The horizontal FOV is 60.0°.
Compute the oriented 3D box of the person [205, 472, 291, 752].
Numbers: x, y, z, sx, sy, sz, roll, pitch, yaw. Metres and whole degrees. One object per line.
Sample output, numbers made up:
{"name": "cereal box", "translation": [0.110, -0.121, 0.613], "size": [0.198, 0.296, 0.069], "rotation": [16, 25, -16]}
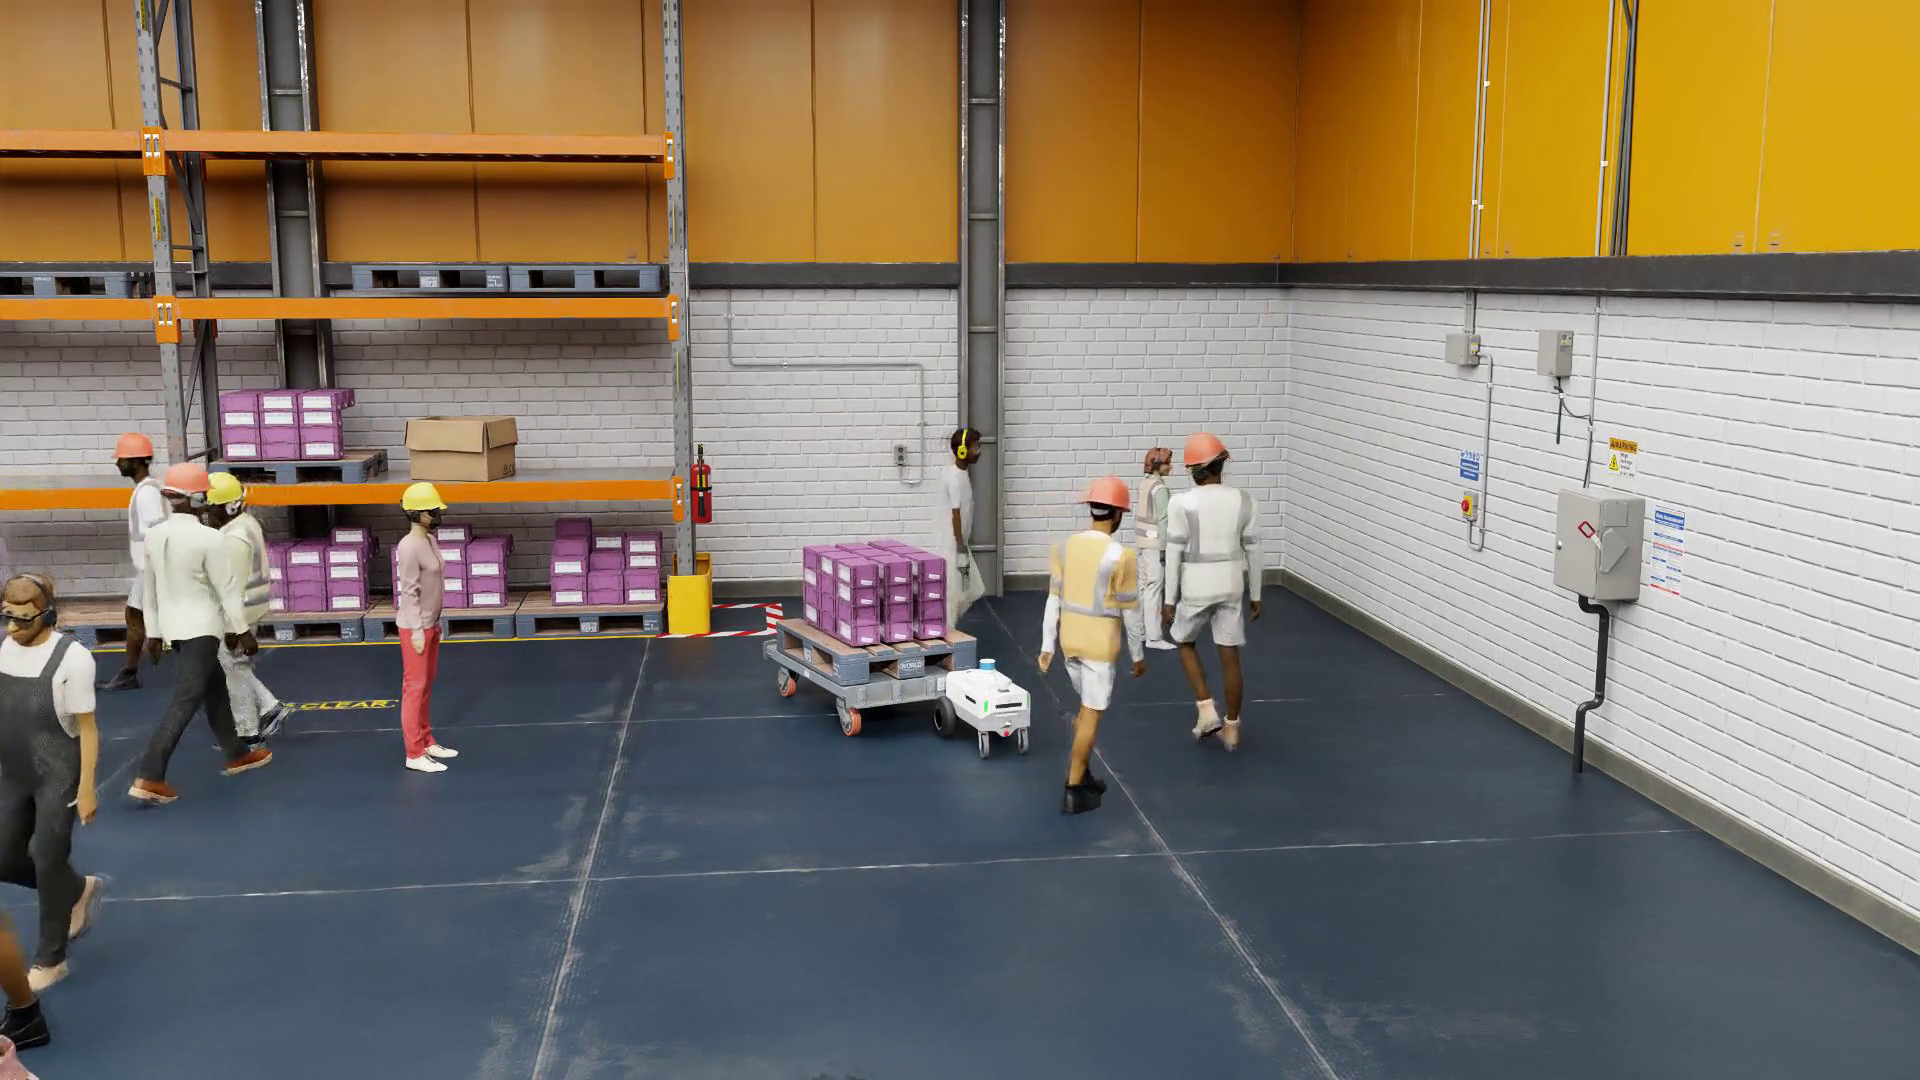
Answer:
{"name": "person", "translation": [-4.577, 0.453, 10.514], "size": [0.422, 1.801, 0.631], "rotation": [-3, 10, -18]}

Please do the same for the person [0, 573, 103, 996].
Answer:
{"name": "person", "translation": [-3.867, 1.002, 7.063], "size": [0.588, 1.811, 0.549], "rotation": [2, 9, 12]}

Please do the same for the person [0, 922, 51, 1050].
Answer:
{"name": "person", "translation": [-3.930, 1.098, 6.250], "size": [0.838, 1.879, 0.537], "rotation": [-5, 10, -28]}

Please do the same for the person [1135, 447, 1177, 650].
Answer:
{"name": "person", "translation": [1.570, 0.065, 13.478], "size": [0.315, 1.636, 0.515], "rotation": [-2, 9, -13]}

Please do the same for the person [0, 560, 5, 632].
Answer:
{"name": "person", "translation": [-5.808, 0.531, 9.716], "size": [0.610, 1.907, 0.447], "rotation": [9, 13, 44]}

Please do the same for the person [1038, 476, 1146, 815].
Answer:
{"name": "person", "translation": [0.794, 0.593, 9.378], "size": [0.641, 1.902, 0.558], "rotation": [-8, 12, -42]}

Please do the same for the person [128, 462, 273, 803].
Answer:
{"name": "person", "translation": [-4.499, 0.518, 9.699], "size": [0.612, 1.948, 1.034], "rotation": [5, 11, 31]}

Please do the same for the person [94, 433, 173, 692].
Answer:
{"name": "person", "translation": [-5.835, 0.146, 12.196], "size": [0.977, 1.897, 0.558], "rotation": [-4, 10, -22]}

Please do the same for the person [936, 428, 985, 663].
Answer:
{"name": "person", "translation": [0.000, 0.058, 12.856], "size": [0.387, 1.852, 0.532], "rotation": [2, 9, 11]}

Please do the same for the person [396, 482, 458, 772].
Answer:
{"name": "person", "translation": [-3.276, 0.525, 10.200], "size": [0.322, 1.769, 0.523], "rotation": [0, 9, -3]}

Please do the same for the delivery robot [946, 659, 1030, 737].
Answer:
{"name": "delivery robot", "translation": [0.176, 1.007, 10.664], "size": [0.477, 0.478, 0.707], "rotation": [-3, 10, -21]}

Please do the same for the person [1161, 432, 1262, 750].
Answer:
{"name": "person", "translation": [1.609, 0.331, 10.601], "size": [0.700, 2.024, 0.453], "rotation": [-2, 9, -12]}

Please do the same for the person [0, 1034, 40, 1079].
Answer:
{"name": "person", "translation": [-1.795, 1.612, 2.991], "size": [0.644, 1.903, 0.399], "rotation": [6, 11, 33]}
